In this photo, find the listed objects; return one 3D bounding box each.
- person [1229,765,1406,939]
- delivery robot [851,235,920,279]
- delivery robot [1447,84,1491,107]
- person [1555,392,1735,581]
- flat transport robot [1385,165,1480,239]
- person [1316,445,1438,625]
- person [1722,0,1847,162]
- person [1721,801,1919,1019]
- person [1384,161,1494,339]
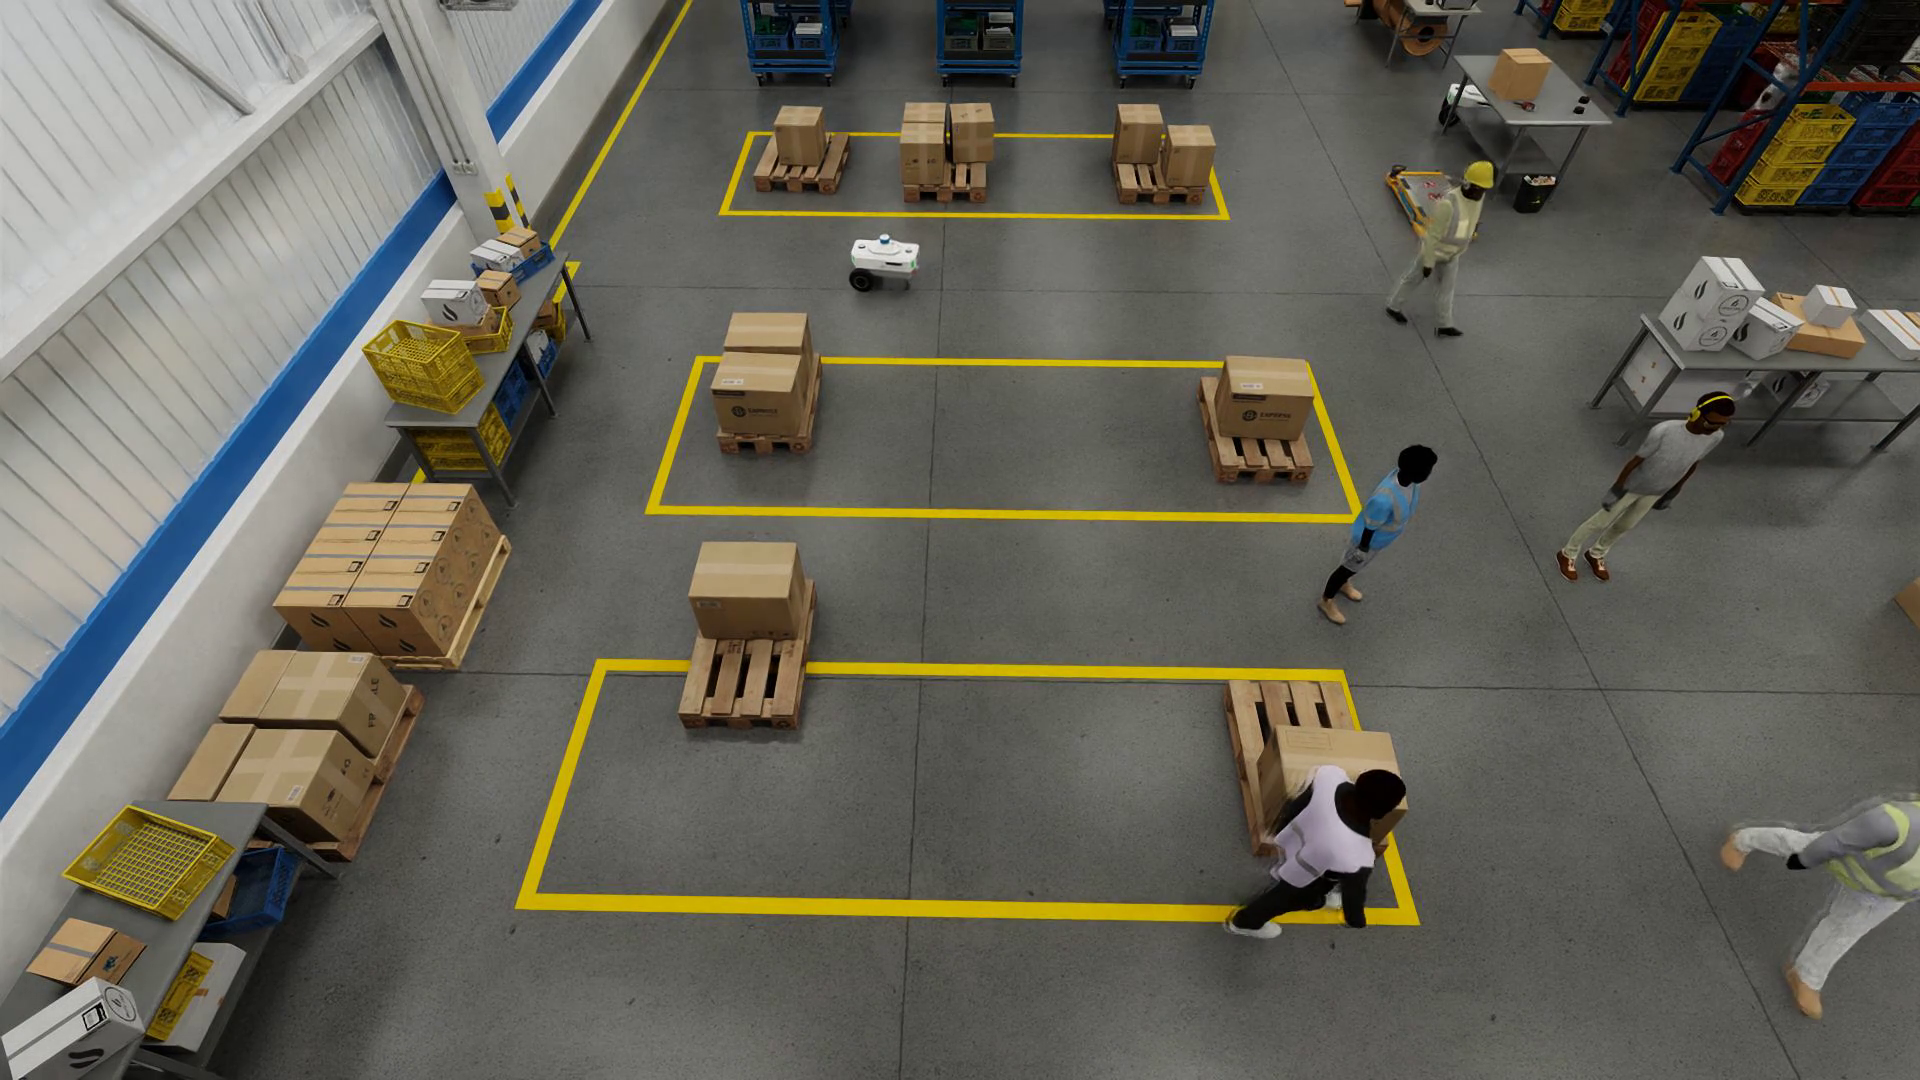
[{"bbox_3d":[2.030,1.756,4.935,0.820,1.890,0.601,4,49,3],"label":"person"},{"bbox_3d":[-0.799,-3.062,9.919,0.707,0.478,0.477,7,49,6],"label":"delivery robot"},{"bbox_3d":[7.000,-5.981,12.446,0.707,0.478,0.477,20,52,16],"label":"delivery robot"},{"bbox_3d":[5.068,-0.367,6.794,0.502,1.861,0.328,4,49,3],"label":"person"},{"bbox_3d":[5.692,-4.094,11.059,0.652,0.197,1.431,1,49,1],"label":"flat transport robot"},{"bbox_3d":[3.003,-0.052,6.621,0.317,1.696,0.540,35,58,26],"label":"person"},{"bbox_3d":[10.244,-5.659,11.377,0.701,1.856,0.389,-28,55,-22],"label":"person"},{"bbox_3d":[4.969,1.767,5.031,0.640,1.746,1.128,14,51,12],"label":"person"},{"bbox_3d":[4.780,-2.775,8.918,0.609,1.789,0.868,-21,52,-17],"label":"person"}]
